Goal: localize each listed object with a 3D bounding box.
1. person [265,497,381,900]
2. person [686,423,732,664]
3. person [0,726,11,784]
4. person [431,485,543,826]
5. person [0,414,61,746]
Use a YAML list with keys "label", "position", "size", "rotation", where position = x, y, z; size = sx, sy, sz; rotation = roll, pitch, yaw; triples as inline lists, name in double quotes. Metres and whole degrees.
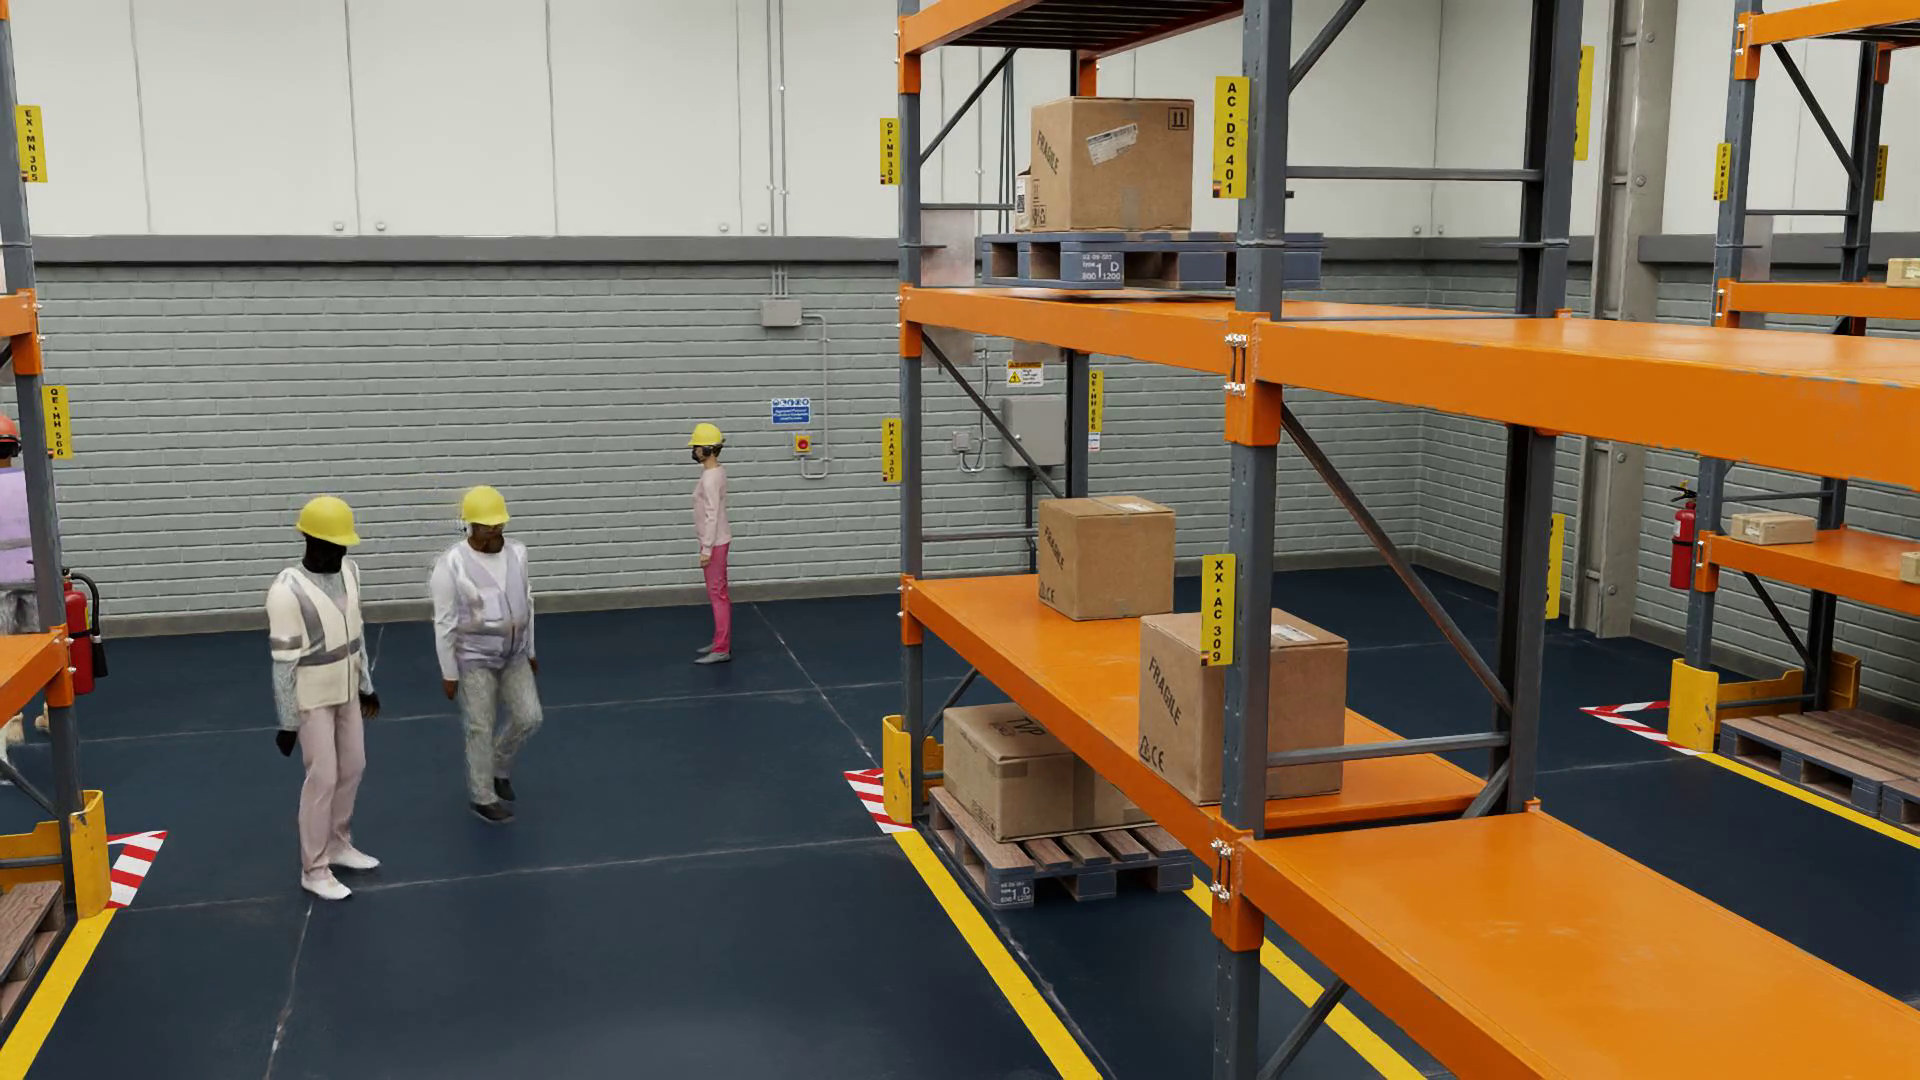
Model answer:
- label: "person"
  position: [-2.988, 0.733, 7.790]
  size: [0.497, 1.899, 0.619]
  rotation: [3, 10, 15]
- label: "person"
  position: [-1.835, 0.026, 12.208]
  size: [0.316, 1.769, 0.525]
  rotation: [-1, 10, -4]
- label: "person"
  position: [-5.747, 0.547, 9.356]
  size: [0.735, 1.724, 0.566]
  rotation: [3, 10, 15]
- label: "person"
  position: [-2.467, 0.608, 8.738]
  size: [0.420, 1.816, 0.613]
  rotation: [8, 13, 37]
- label: "person"
  position: [-5.835, 0.239, 10.202]
  size: [0.379, 2.041, 0.616]
  rotation: [6, 12, 31]
